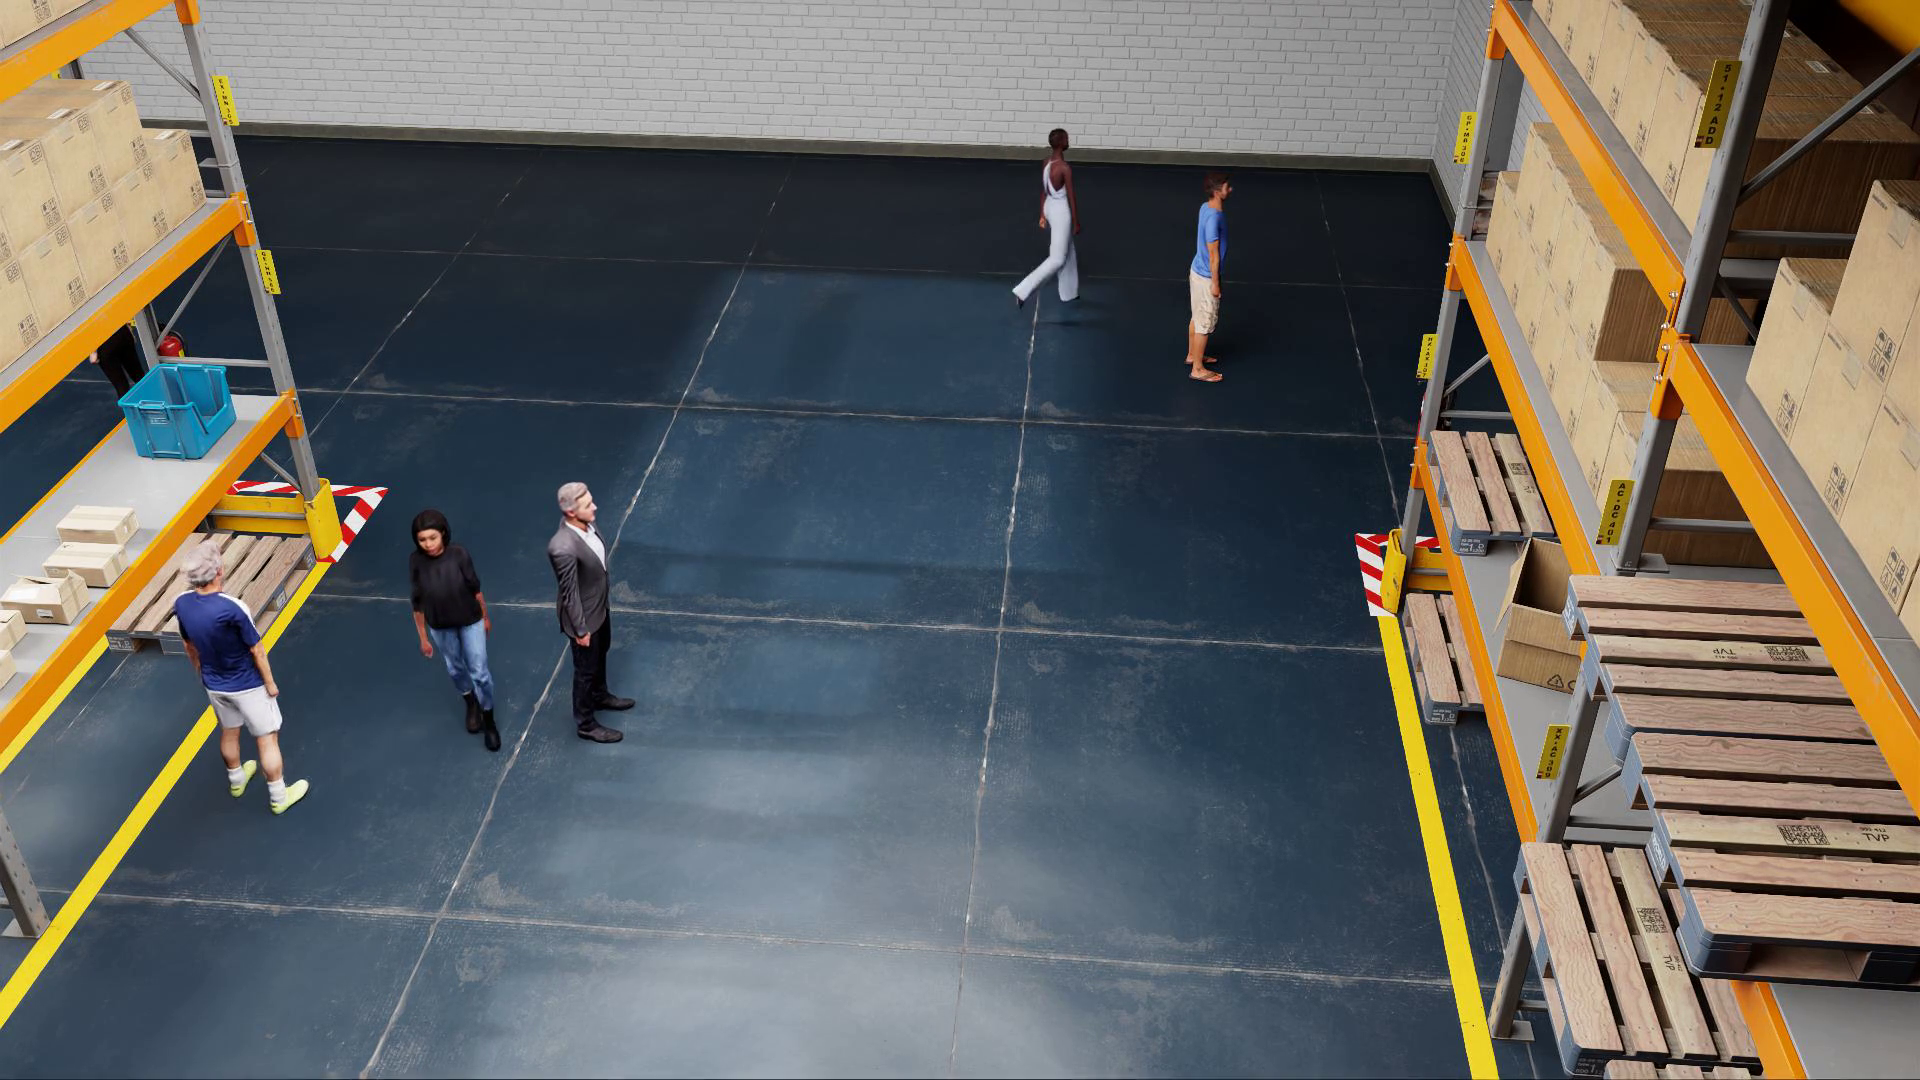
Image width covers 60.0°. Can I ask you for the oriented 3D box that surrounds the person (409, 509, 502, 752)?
[{"bbox_3d":[-3.177,0.485,10.451,0.710,1.687,0.827,-8,34,-12],"label":"person"}]

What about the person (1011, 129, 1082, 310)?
[{"bbox_3d":[0.843,-2.937,15.538,1.002,1.755,1.062,-17,37,-24],"label":"person"}]

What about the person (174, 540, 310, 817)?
[{"bbox_3d":[-4.282,0.823,9.814,0.711,1.830,0.644,9,35,13],"label":"person"}]

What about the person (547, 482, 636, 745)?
[{"bbox_3d":[-2.341,0.426,10.410,0.768,1.832,0.514,1,34,2],"label":"person"}]

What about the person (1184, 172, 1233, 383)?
[{"bbox_3d":[2.157,-2.316,14.507,0.723,1.863,0.526,0,34,0],"label":"person"}]
